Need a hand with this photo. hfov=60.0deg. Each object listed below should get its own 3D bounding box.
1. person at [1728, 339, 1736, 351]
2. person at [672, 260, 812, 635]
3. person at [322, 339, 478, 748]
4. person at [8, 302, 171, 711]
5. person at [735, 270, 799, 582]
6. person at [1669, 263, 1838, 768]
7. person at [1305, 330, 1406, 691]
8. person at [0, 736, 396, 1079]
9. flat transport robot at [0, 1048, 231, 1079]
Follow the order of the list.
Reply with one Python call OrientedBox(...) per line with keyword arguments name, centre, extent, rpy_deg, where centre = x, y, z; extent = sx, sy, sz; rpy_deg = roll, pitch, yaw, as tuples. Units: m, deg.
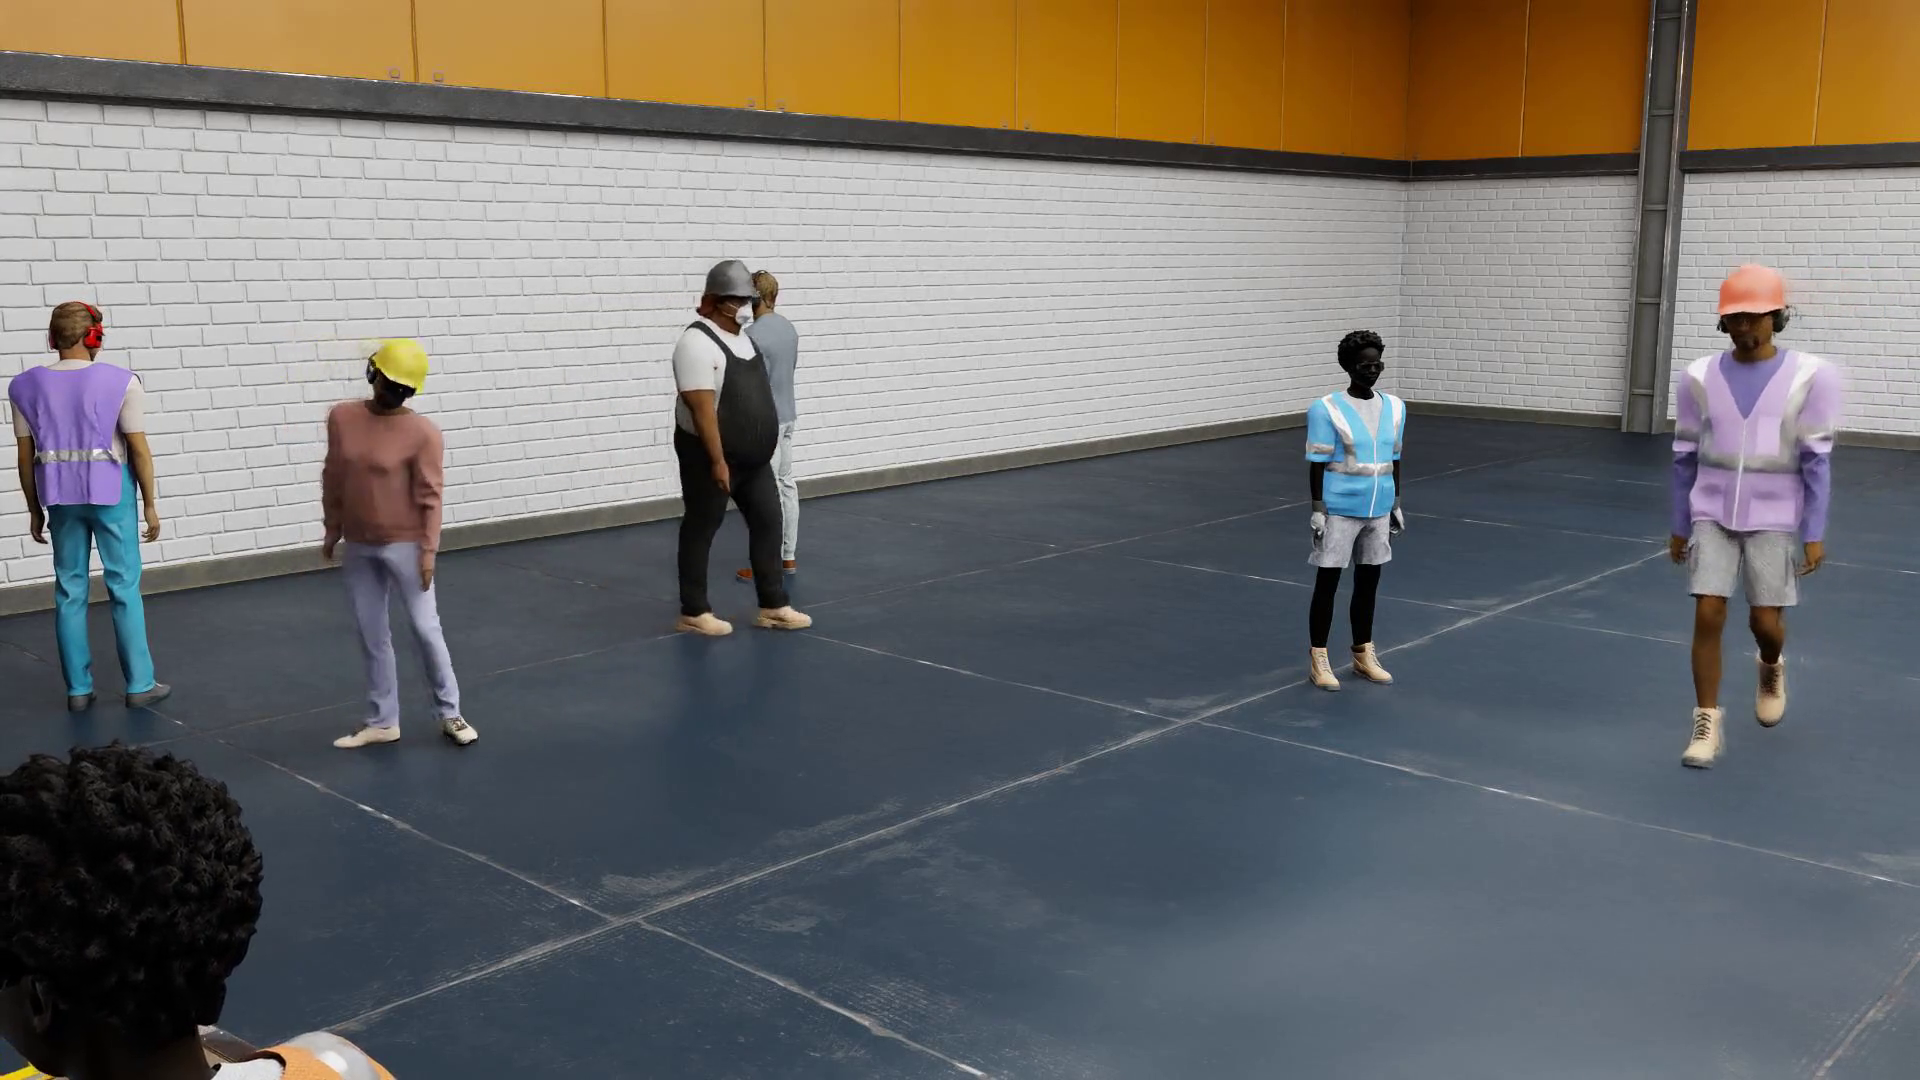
OrientedBox(name="person", centre=(5.996, -1.037, 12.571), extent=(0.528, 1.849, 0.779), rpy_deg=(-10, 14, -44))
OrientedBox(name="person", centre=(-1.169, -0.483, 8.829), extent=(0.829, 2.000, 0.690), rpy_deg=(5, 11, 25))
OrientedBox(name="person", centre=(-2.327, 0.033, 6.839), extent=(0.631, 1.719, 0.344), rpy_deg=(3, 10, 18))
OrientedBox(name="person", centre=(-3.902, -0.139, 7.454), extent=(0.564, 1.836, 0.388), rpy_deg=(-1, 10, -8))
OrientedBox(name="person", centre=(-1.214, -0.705, 10.384), extent=(0.371, 1.941, 0.627), rpy_deg=(3, 10, 16))
OrientedBox(name="person", centre=(3.190, -0.105, 6.733), extent=(0.611, 2.021, 0.691), rpy_deg=(8, 13, 37))
OrientedBox(name="person", centre=(1.866, -0.140, 7.857), extent=(0.533, 1.697, 0.317), rpy_deg=(-4, 11, -22))
OrientedBox(name="person", centre=(-0.639, 0.998, 1.401), extent=(0.318, 1.691, 0.534), rpy_deg=(3, 10, 14))
OrientedBox(name="flat transport robot", centre=(-1.674, 1.337, 3.503), extent=(1.431, 0.197, 0.652), rpy_deg=(8, 12, 37))
